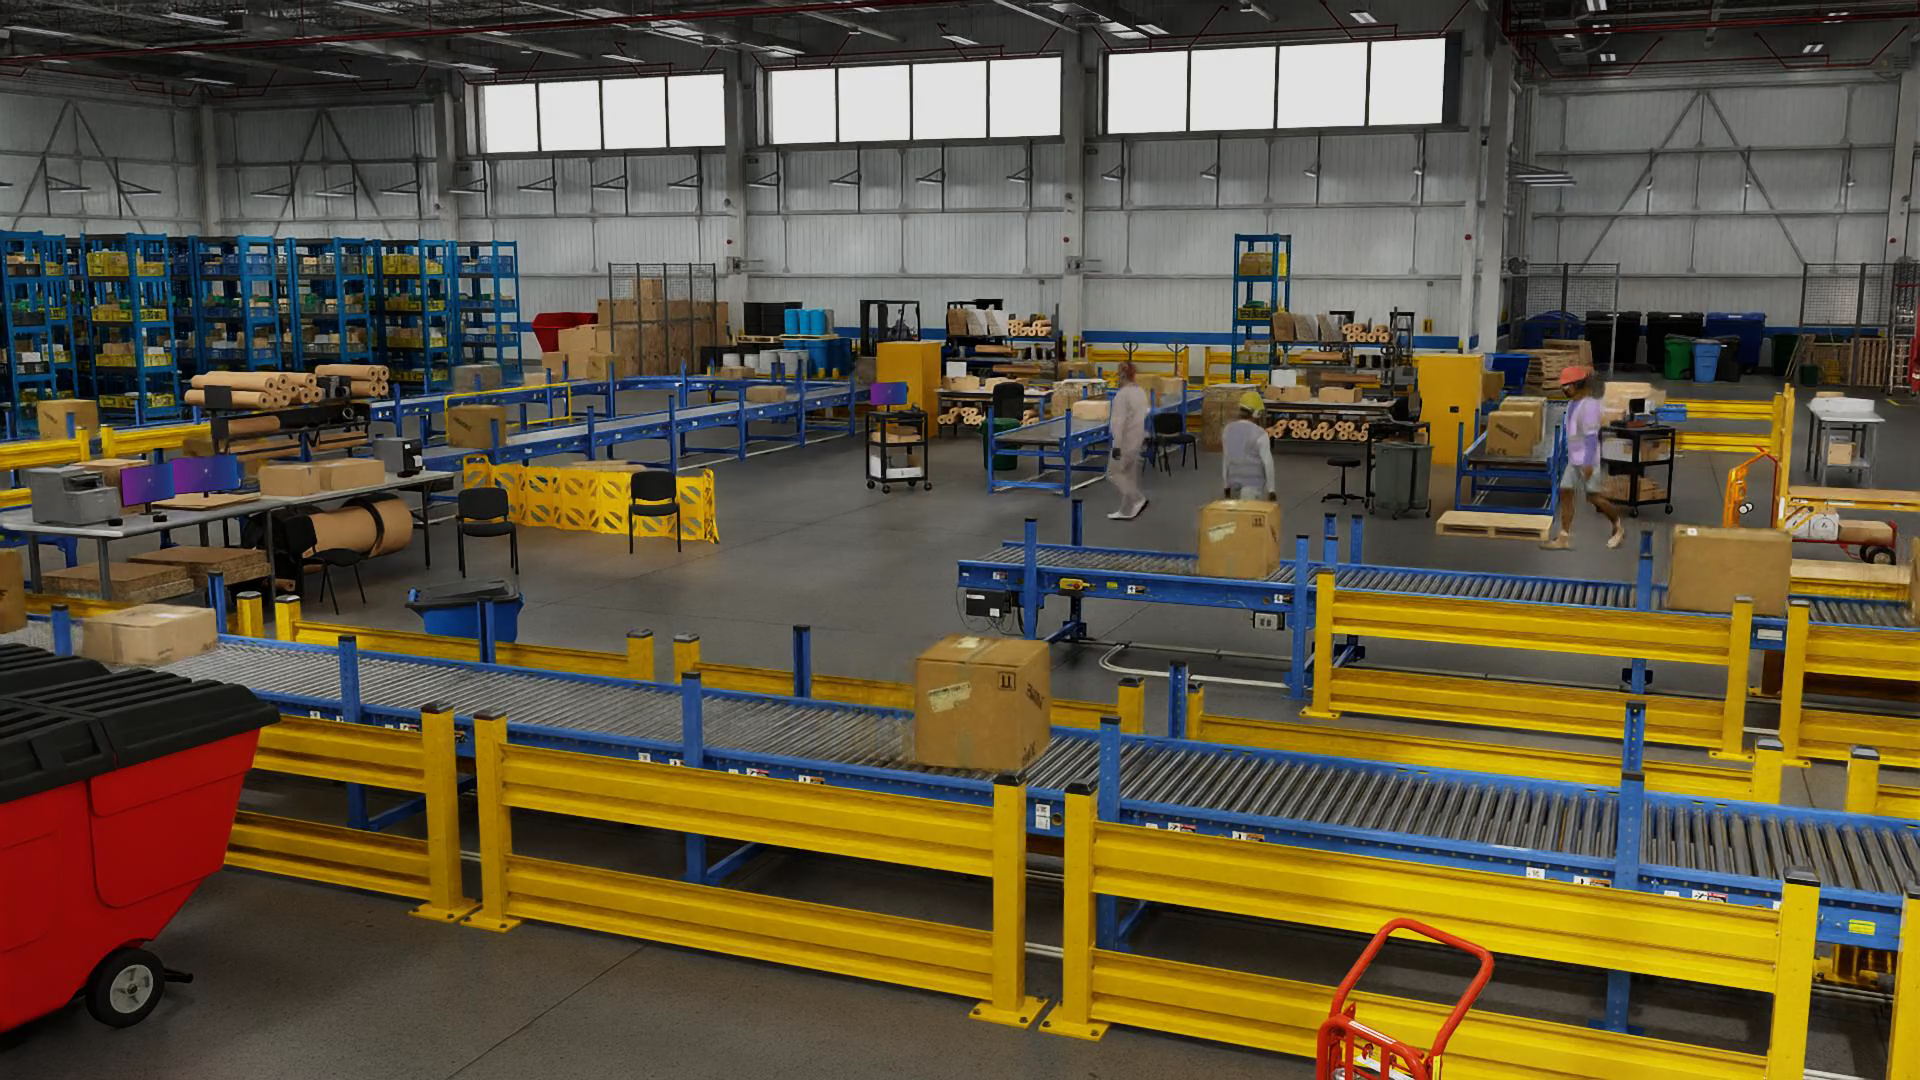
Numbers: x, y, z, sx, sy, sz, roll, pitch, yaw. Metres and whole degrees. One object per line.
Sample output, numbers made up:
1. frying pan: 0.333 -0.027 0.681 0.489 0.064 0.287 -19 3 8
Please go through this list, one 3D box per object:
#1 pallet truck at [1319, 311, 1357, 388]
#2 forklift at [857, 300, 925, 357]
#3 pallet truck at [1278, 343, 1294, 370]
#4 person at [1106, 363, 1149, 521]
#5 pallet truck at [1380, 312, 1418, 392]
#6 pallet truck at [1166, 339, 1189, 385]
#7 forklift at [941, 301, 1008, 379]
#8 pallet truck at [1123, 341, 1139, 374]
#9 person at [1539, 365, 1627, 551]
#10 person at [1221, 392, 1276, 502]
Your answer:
1. pallet truck: 9.071 -4.419 39.190 0.823 1.965 1.885 5 10 26
2. forklift: -1.732 -5.109 42.468 1.157 1.987 2.680 4 10 22
3. pallet truck: 7.886 -4.163 39.743 0.653 1.274 1.630 4 10 22
4. person: 1.996 -1.149 19.679 0.488 1.893 0.670 6 11 32
5. pallet truck: 10.207 -4.283 38.369 0.823 1.965 1.885 3 10 20
6. pallet truck: 5.418 -4.269 40.420 0.704 1.261 1.522 3 10 20
7. forklift: 0.365 -4.966 41.571 1.157 1.987 2.680 3 10 20
8. pallet truck: 4.445 -4.380 41.279 0.680 1.201 1.601 4 10 22
9. person: 6.716 -0.866 17.733 0.969 1.988 0.690 -1 9 -7
10. person: 2.875 -0.580 16.563 0.841 1.794 0.601 -6 11 -33
